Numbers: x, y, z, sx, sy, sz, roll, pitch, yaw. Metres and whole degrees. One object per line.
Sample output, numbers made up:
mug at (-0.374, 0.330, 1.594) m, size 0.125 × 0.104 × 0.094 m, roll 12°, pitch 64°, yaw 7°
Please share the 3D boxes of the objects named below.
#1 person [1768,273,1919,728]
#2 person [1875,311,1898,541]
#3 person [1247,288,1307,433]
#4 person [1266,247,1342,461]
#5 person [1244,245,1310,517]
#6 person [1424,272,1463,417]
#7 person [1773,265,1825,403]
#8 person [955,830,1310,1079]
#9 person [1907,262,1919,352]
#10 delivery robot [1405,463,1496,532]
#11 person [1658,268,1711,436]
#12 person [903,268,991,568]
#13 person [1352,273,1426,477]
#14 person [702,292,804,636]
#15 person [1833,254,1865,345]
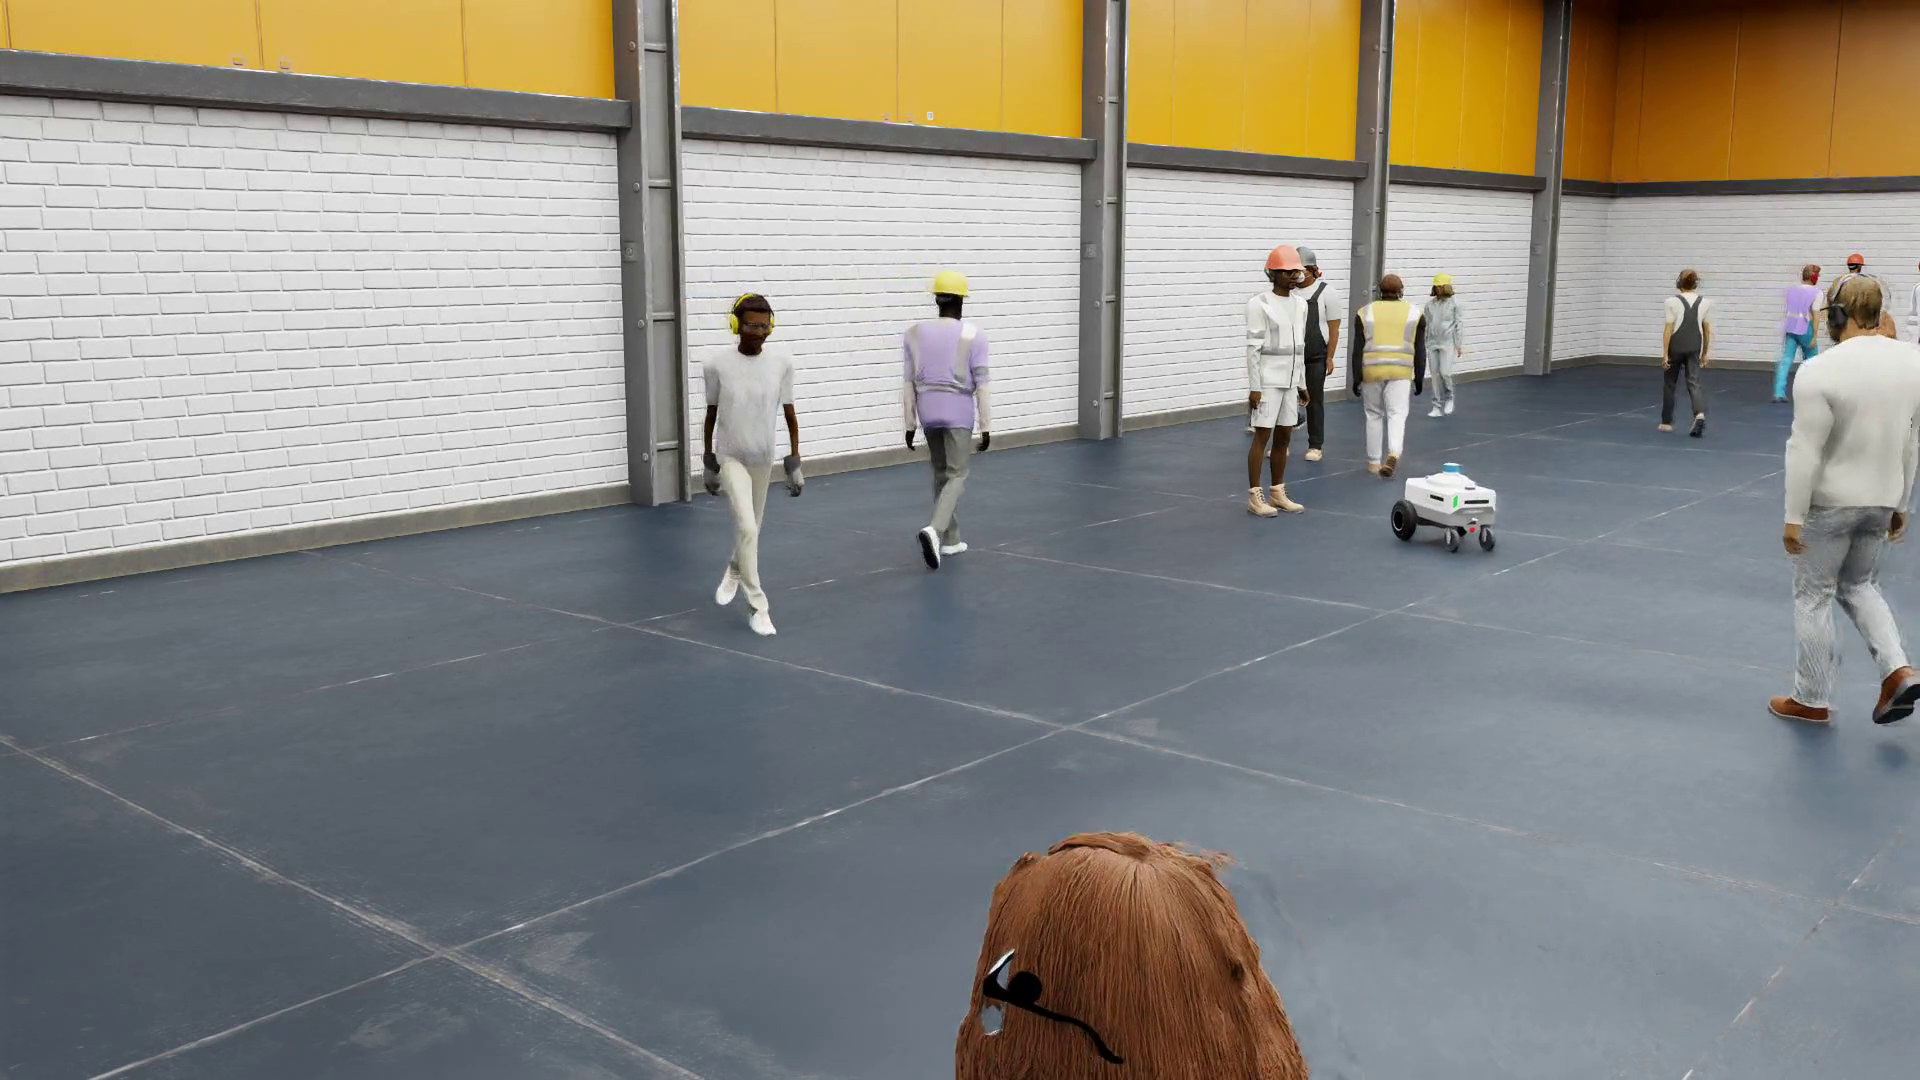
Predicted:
person at (3.696, -0.134, 6.875) m, size 0.636 × 1.923 × 0.548 m, roll -2°, pitch 10°, yaw -14°
person at (6.325, -0.789, 11.554) m, size 0.512 × 1.590 × 0.846 m, roll 0°, pitch 10°, yaw -1°
person at (3.506, -2.130, 18.297) m, size 0.624 × 1.916 × 1.031 m, roll 8°, pitch 13°, yaw 38°
person at (3.247, -1.776, 15.892) m, size 0.690 × 2.000 × 0.538 m, roll 7°, pitch 12°, yaw 33°
person at (2.421, -1.198, 12.593) m, size 0.604 × 2.044 × 0.375 m, roll -8°, pitch 12°, yaw -37°
person at (5.746, -2.332, 19.918) m, size 0.511 × 1.728 × 0.354 m, roll 10°, pitch 14°, yaw 44°
person at (11.060, -2.687, 21.762) m, size 0.960 × 1.793 × 0.595 m, roll -4°, pitch 11°, yaw -24°
person at (0.157, 1.004, 1.369) m, size 0.884 × 1.586 × 0.504 m, roll 8°, pitch 13°, yaw 39°
person at (12.392, -2.668, 21.421) m, size 0.350 × 1.883 × 0.583 m, roll 5°, pitch 11°, yaw 27°
delivery robot at (3.339, -0.281, 11.342) m, size 0.477 × 0.478 × 0.707 m, roll -2°, pitch 10°, yaw -13°
person at (7.902, -2.037, 18.055) m, size 0.517 × 1.818 × 0.876 m, roll 0°, pitch 10°, yaw 3°
person at (-0.109, -0.783, 10.670) m, size 0.597 × 1.901 × 0.849 m, roll 4°, pitch 11°, yaw 24°
person at (3.788, -1.447, 14.708) m, size 0.642 × 1.809 × 0.787 m, roll 2°, pitch 10°, yaw 13°
person at (-1.149, -0.446, 9.043) m, size 0.535 × 1.809 × 0.948 m, roll -4°, pitch 11°, yaw -22°
person at (13.988, -3.523, 26.142) m, size 0.547 × 1.934 × 0.376 m, roll 7°, pitch 12°, yaw 36°
